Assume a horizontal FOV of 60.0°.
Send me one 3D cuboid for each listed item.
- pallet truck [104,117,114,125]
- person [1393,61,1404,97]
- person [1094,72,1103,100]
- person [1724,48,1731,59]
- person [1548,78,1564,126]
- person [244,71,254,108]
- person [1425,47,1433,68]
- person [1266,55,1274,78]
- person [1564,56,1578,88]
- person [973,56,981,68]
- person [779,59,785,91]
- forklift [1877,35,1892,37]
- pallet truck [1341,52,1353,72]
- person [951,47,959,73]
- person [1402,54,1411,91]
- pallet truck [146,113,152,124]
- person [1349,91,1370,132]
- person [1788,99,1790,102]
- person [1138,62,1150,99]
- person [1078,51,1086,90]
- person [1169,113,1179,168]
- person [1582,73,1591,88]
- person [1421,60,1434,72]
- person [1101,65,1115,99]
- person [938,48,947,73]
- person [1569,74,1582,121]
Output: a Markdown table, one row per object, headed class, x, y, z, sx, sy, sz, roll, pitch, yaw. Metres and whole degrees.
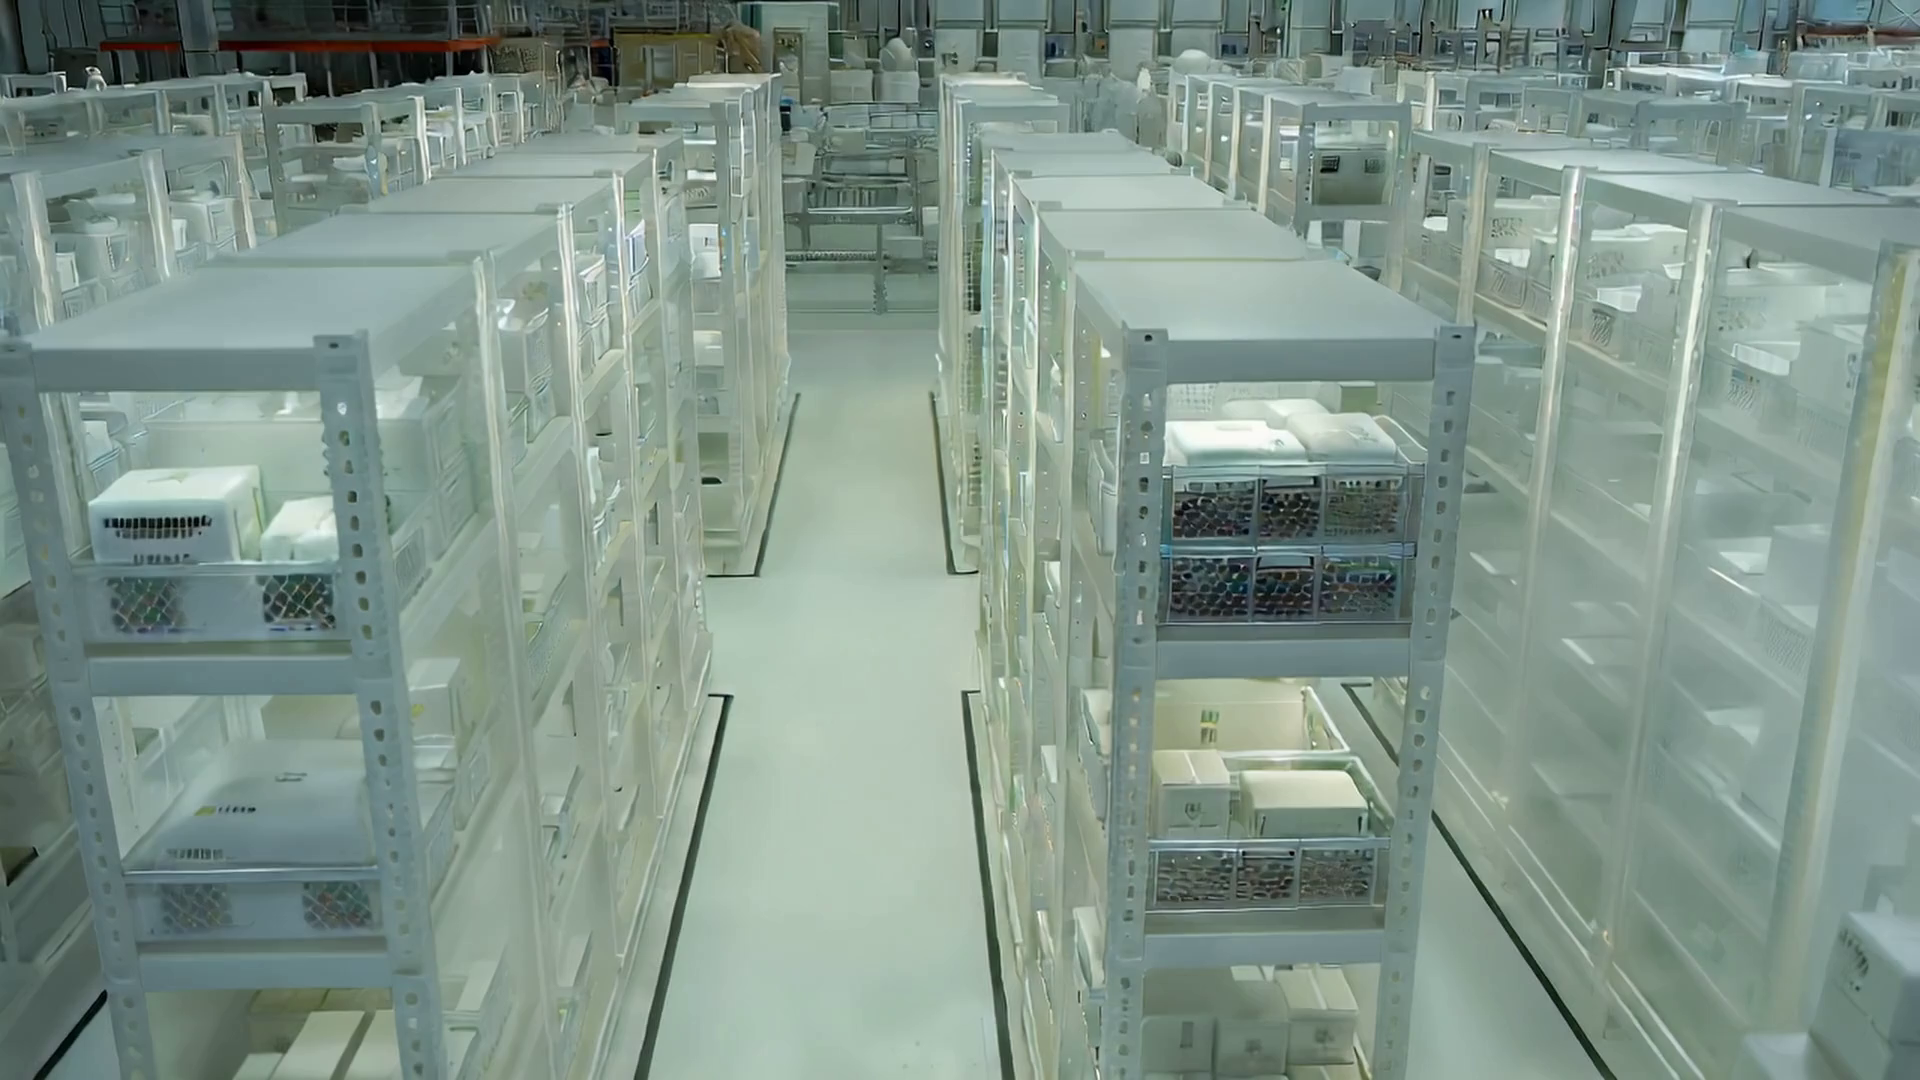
| class | x | y | z | sx | sy | sz | roll | pitch | yaw |
| --- | --- | --- | --- | --- | --- | --- | --- | --- | --- |
| pallet truck | -18.367 | -7.885 | 35.078 | 1.885 | 1.965 | 0.823 | 1 | 18 | 2 |
| person | 20.812 | -21.839 | 78.781 | 0.552 | 1.672 | 0.667 | -4 | 18 | -13 |
| person | 5.280 | -16.654 | 62.493 | 0.898 | 1.827 | 0.498 | 12 | 22 | 34 |
| person | 41.551 | -25.691 | 90.271 | 0.356 | 1.938 | 0.638 | 0 | 18 | 0 |
| person | 20.234 | -14.742 | 56.533 | 0.672 | 1.849 | 0.530 | 7 | 19 | 20 |
| person | -26.973 | -16.799 | 62.921 | 0.962 | 1.834 | 0.592 | -1 | 18 | -3 |
| person | 26.040 | -26.385 | 92.434 | 0.374 | 1.930 | 0.542 | -1 | 18 | -3 |
| person | 15.590 | -23.353 | 83.236 | 0.654 | 1.821 | 0.646 | 2 | 18 | 6 |
| person | 28.182 | -21.382 | 76.942 | 0.634 | 1.936 | 0.351 | 7 | 19 | 20 |
| person | 0.932 | -22.282 | 79.863 | 1.023 | 1.864 | 0.643 | 4 | 18 | 12 |
| person | -8.697 | -22.744 | 81.319 | 0.430 | 1.839 | 0.619 | -7 | 19 | -21 |
| forklift | 44.168 | -22.919 | 80.186 | 1.129 | 2.768 | 1.873 | -1 | 18 | -2 |
| pallet truck | 18.794 | -23.123 | 82.231 | 0.823 | 1.965 | 1.885 | -13 | 22 | -35 |
| person | -0.304 | -26.565 | 92.978 | 0.548 | 1.938 | 0.358 | -14 | 23 | -38 |
| person | 22.433 | -23.479 | 83.619 | 0.518 | 1.828 | 0.789 | -11 | 21 | -30 |
| pallet truck | -18.087 | -8.309 | 36.390 | 1.885 | 1.965 | 0.823 | -1 | 18 | -4 |
| person | 11.893 | -12.474 | 49.598 | 0.600 | 1.807 | 0.830 | 0 | 18 | -1 |
| person | 33.669 | -18.249 | 67.250 | 0.929 | 1.923 | 0.643 | 10 | 20 | 28 |
| person | 7.476 | -18.421 | 67.721 | 0.427 | 1.982 | 0.629 | -14 | 23 | -37 |
| person | 6.246 | -24.048 | 85.187 | 0.370 | 1.941 | 0.627 | -7 | 19 | -20 |
| person | 5.131 | -9.360 | 40.012 | 0.319 | 1.769 | 0.523 | -3 | 18 | -8 |
| person | 24.291 | -17.214 | 64.432 | 0.321 | 1.694 | 0.529 | -7 | 19 | -21 |
| person | 20.464 | -20.047 | 72.849 | 0.581 | 1.919 | 0.395 | -5 | 19 | -16 |
| person | 5.612 | -17.000 | 63.248 | 0.512 | 2.026 | 0.608 | -11 | 21 | -30 |
| person | -0.930 | -25.889 | 90.904 | 0.532 | 1.933 | 0.609 | 14 | 23 | 38 |
| person | 21.352 | -15.225 | 57.879 | 0.354 | 1.942 | 0.545 | -11 | 21 | -30 |
